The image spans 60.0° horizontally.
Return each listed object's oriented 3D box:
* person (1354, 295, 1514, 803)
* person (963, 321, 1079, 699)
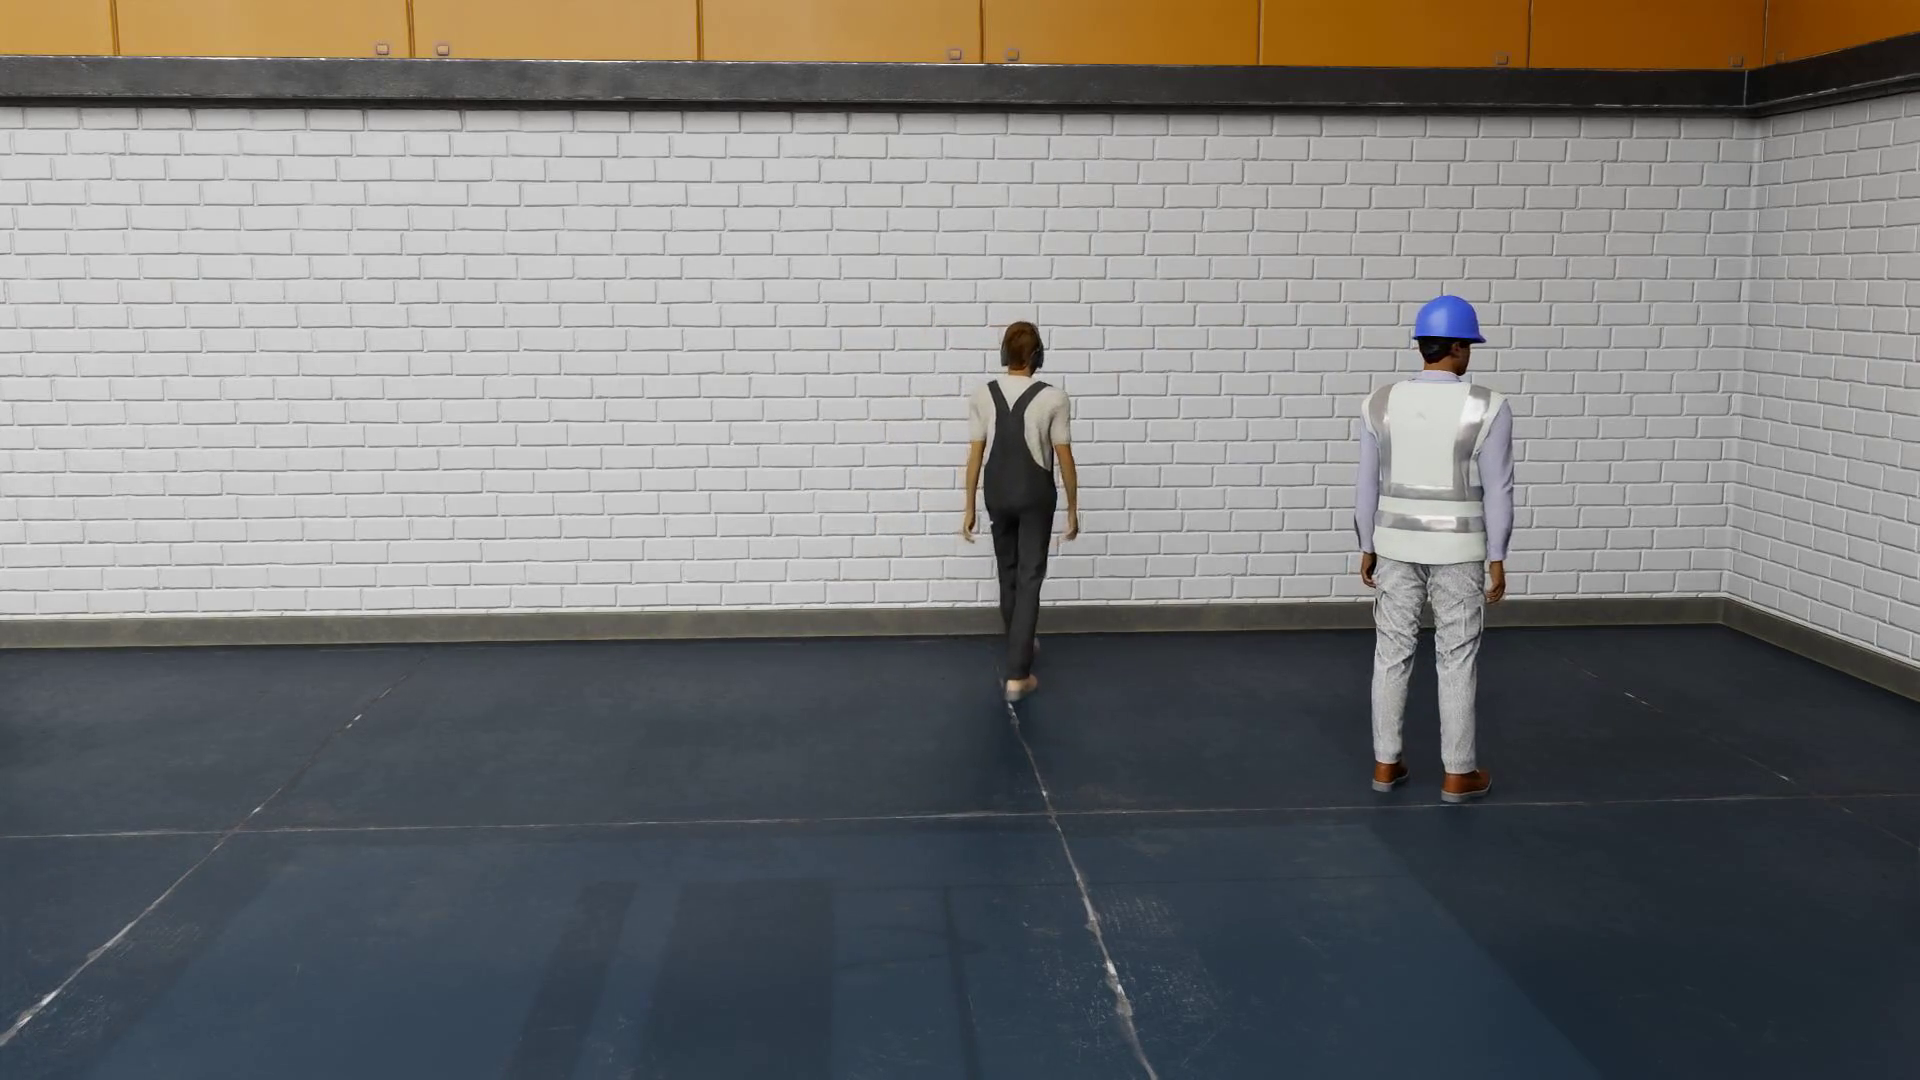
[{"bbox_3d":[1.829,0.035,6.440,0.607,1.943,0.403,6,11,34],"label":"person"},{"bbox_3d":[0.324,-0.173,8.213,0.538,1.799,0.880,3,10,20],"label":"person"}]
